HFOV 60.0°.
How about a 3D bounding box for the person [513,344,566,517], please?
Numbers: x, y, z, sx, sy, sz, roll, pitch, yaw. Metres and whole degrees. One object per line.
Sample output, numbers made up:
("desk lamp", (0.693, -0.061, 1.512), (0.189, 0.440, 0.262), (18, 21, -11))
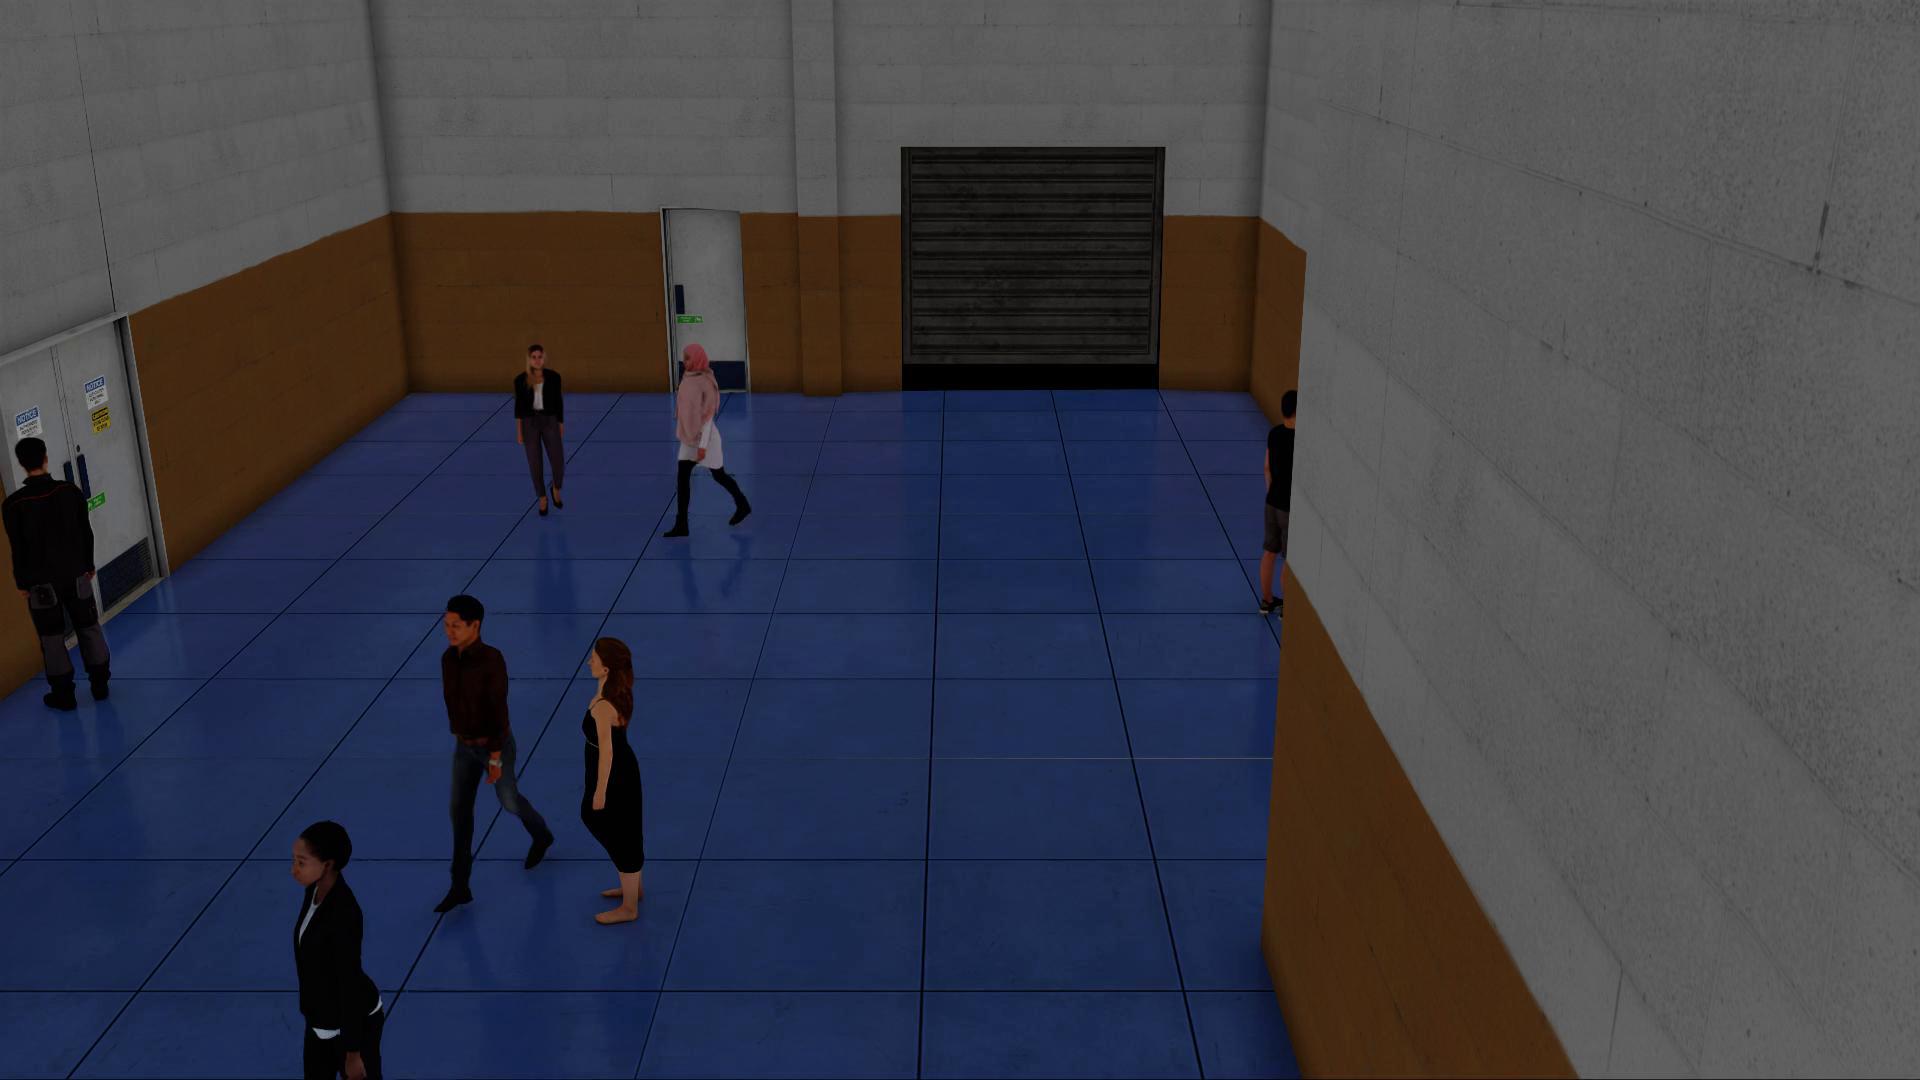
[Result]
("person", (-3.998, -1.057, 15.818), (0.577, 1.663, 0.722), (-5, 19, -14))

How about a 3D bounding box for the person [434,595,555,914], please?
("person", (-2.561, 1.133, 9.200), (1.157, 1.741, 1.014), (8, 20, 22))

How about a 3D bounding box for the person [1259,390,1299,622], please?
("person", (2.593, -0.283, 13.212), (0.768, 1.861, 0.762), (-11, 21, -29))

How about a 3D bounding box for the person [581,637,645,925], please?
("person", (-1.851, 1.280, 8.946), (0.551, 1.625, 0.546), (0, 19, 0))

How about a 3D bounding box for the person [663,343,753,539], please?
("person", (-2.268, -0.903, 15.205), (1.167, 1.763, 1.193), (16, 24, 39))

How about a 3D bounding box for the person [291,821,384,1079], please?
("person", (-2.381, 1.954, 6.654), (1.119, 1.812, 1.031), (-16, 24, -39))

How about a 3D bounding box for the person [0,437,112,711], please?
("person", (-6.297, 0.223, 11.582), (0.831, 1.945, 0.793), (15, 24, 38))
